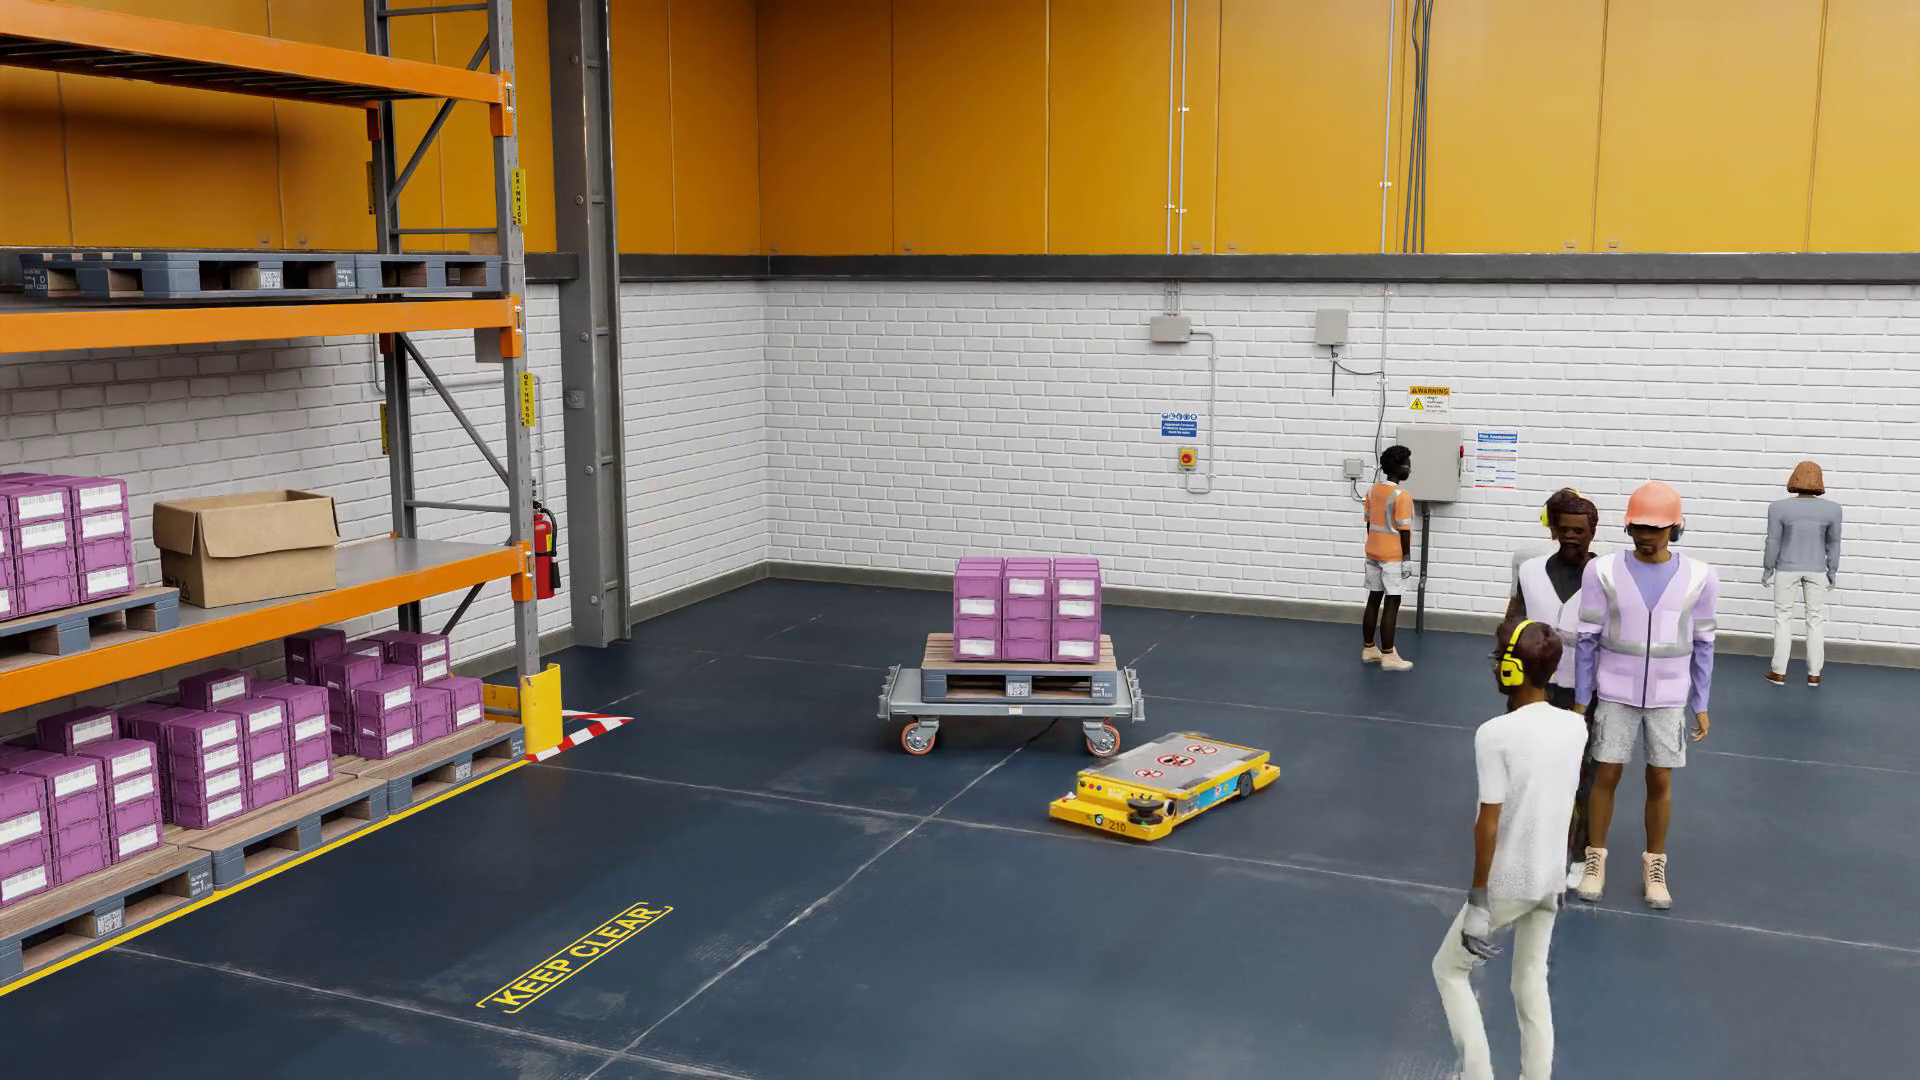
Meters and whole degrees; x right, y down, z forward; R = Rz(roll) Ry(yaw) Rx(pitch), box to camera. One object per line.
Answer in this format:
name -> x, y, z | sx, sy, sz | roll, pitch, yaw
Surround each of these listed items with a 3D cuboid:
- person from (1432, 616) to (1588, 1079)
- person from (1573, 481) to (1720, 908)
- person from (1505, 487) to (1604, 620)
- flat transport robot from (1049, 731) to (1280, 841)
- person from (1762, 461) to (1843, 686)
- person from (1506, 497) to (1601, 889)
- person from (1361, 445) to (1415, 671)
person -> 1.871, 1.174, 5.729 | 0.571, 1.850, 0.549 | -5, 11, -27
person -> 3.220, 0.732, 7.849 | 0.615, 2.039, 0.388 | 3, 10, 18
person -> 3.247, 0.624, 9.104 | 0.562, 1.836, 0.849 | 3, 10, 16
flat transport robot -> 1.183, 1.359, 9.399 | 0.652, 0.197, 1.431 | 7, 12, 38
person -> 6.080, 0.243, 12.039 | 0.503, 1.632, 0.271 | 3, 10, 15
person -> 2.987, 0.736, 8.185 | 0.592, 1.921, 0.389 | 8, 12, 39
person -> 3.240, 0.126, 12.547 | 0.317, 1.698, 0.540 | -3, 10, -17
